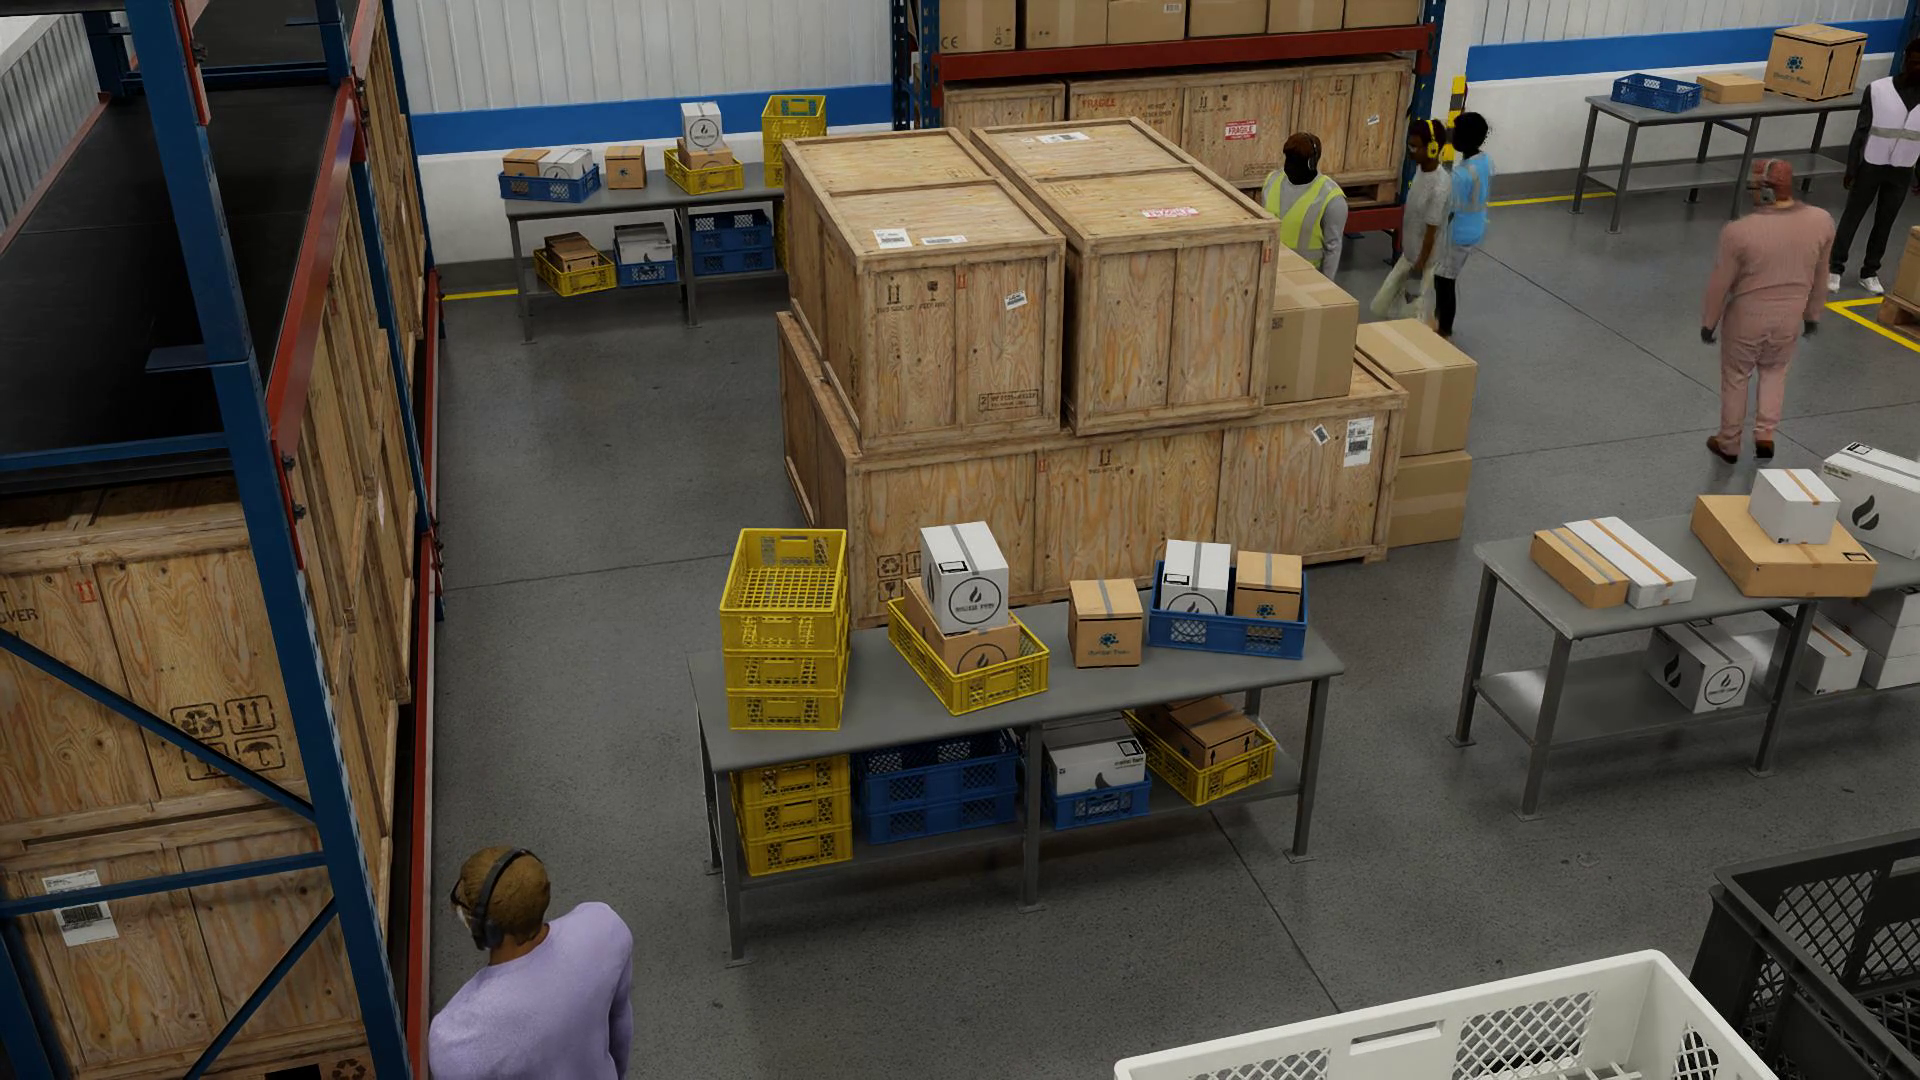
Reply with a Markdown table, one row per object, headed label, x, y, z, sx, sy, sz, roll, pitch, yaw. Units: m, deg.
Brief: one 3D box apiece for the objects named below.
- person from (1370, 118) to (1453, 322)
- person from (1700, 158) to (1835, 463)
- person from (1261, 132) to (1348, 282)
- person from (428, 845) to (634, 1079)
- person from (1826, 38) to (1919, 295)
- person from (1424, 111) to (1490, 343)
| label | x | y | z | sx | sy | sz | roll | pitch | yaw |
| --- | --- | --- | --- | --- | --- | --- | --- | --- | --- |
| person | 2.871 | -1.775 | 10.685 | 0.457 | 1.849 | 0.580 | -2 | 29 | -4 |
| person | 4.723 | -1.314 | 9.823 | 0.700 | 1.884 | 0.466 | 0 | 29 | -1 |
| person | 2.069 | -1.646 | 10.460 | 0.429 | 1.845 | 0.621 | -25 | 38 | -38 |
| person | -1.107 | 1.598 | 4.472 | 0.372 | 1.940 | 0.630 | 16 | 33 | 27 |
| person | 6.955 | -2.799 | 12.474 | 0.590 | 1.919 | 0.396 | 6 | 29 | 10 |
| person | 3.395 | -2.125 | 11.482 | 0.426 | 1.682 | 0.566 | 14 | 32 | 24 |
